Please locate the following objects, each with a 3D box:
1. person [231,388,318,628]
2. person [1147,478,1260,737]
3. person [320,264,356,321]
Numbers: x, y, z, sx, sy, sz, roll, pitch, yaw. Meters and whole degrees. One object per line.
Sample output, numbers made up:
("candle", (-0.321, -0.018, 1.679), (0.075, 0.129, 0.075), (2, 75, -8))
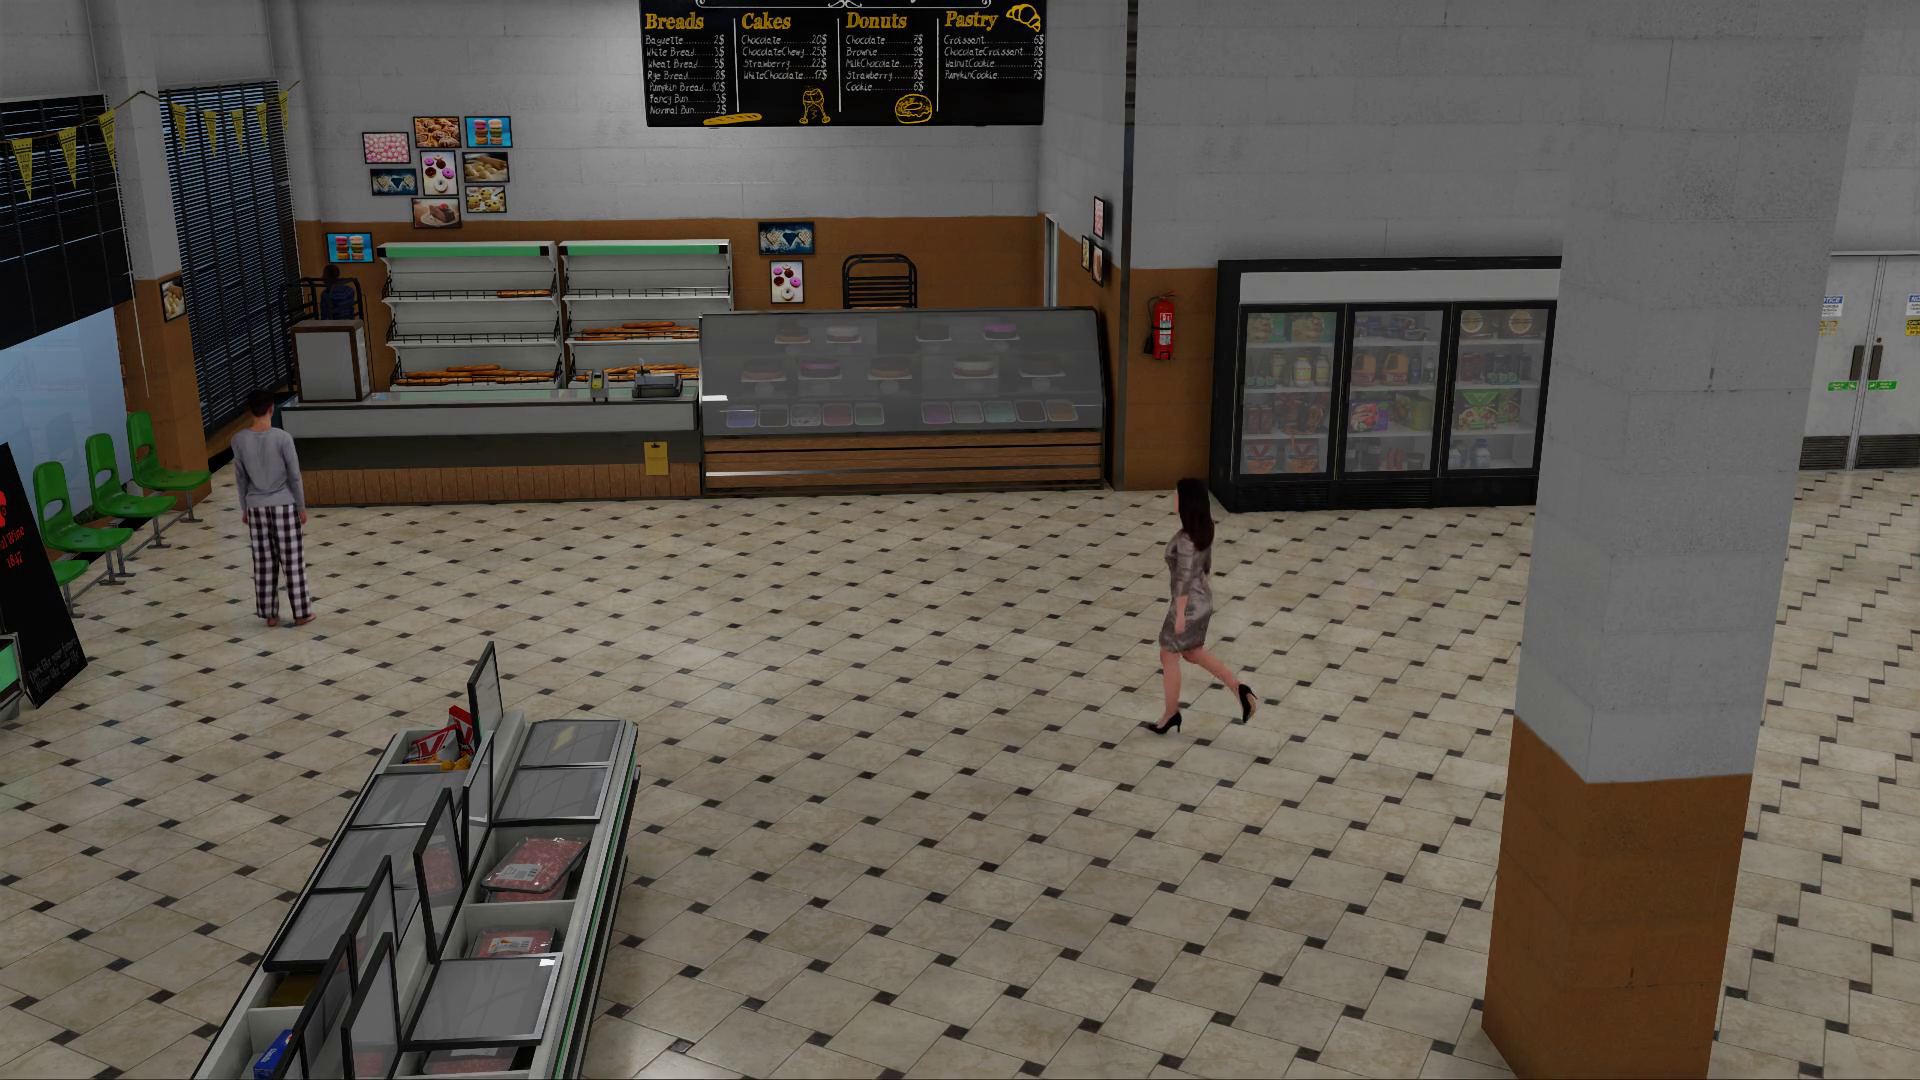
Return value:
("person", (-5.264, -0.244, 12.726), (0.617, 1.846, 0.520), (-1, 17, -5))
("person", (1.540, 0.466, 10.589), (0.971, 1.730, 0.996), (8, 19, 26))
("person", (-7.380, -2.367, 19.756), (0.835, 1.824, 0.711), (6, 18, 20))
